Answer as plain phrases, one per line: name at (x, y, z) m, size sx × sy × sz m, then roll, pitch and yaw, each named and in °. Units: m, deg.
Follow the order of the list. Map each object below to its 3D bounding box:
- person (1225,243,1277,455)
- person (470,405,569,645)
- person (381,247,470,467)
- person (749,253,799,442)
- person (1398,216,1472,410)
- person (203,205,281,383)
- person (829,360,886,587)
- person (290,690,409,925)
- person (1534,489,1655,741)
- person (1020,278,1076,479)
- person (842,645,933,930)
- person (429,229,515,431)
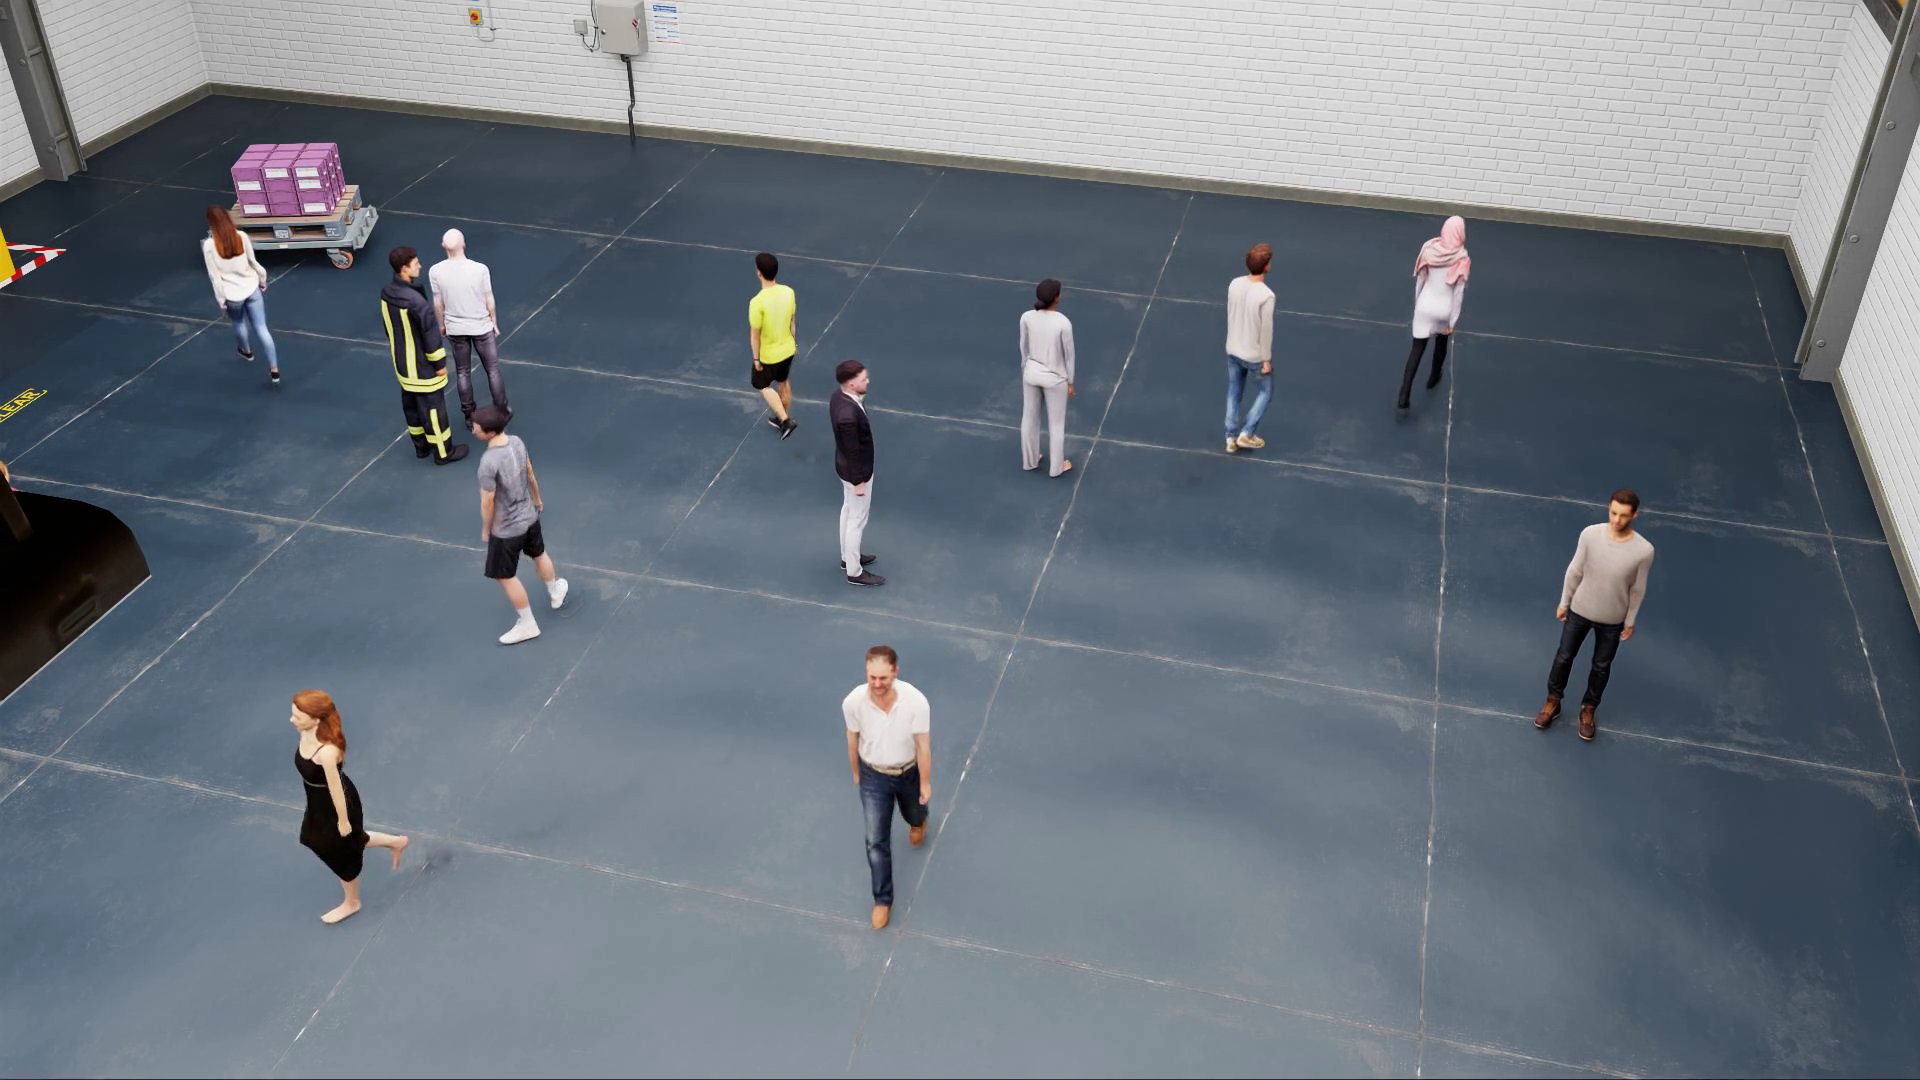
person at (2.367, -1.550, 13.935) m, size 0.813 × 1.895 × 0.793 m, roll -26°, pitch 42°, yaw -33°
person at (-3.137, -0.154, 11.876) m, size 1.014 × 1.850 × 0.554 m, roll 19°, pitch 38°, yaw 26°
person at (-4.538, -1.534, 13.885) m, size 0.879 × 1.923 × 0.844 m, roll 24°, pitch 40°, yaw 31°
person at (-1.538, -1.615, 14.216) m, size 0.894 × 1.691 × 0.925 m, roll -25°, pitch 41°, yaw -32°
person at (4.160, -1.967, 14.680) m, size 0.870 × 1.764 × 1.267 m, roll 18°, pitch 38°, yaw 25°
person at (-6.504, -2.195, 15.138) m, size 1.182 × 1.637 × 1.151 m, roll -23°, pitch 40°, yaw -30°
person at (-0.805, -0.518, 12.429) m, size 0.796 × 1.842 × 0.662 m, roll -6°, pitch 34°, yaw -10°
person at (-3.533, 1.495, 9.608) m, size 0.941 × 1.612 × 0.839 m, roll -24°, pitch 41°, yaw -32°
person at (4.192, 0.465, 10.928) m, size 0.692 × 1.868 × 0.633 m, roll 15°, pitch 36°, yaw 21°
person at (0.711, -1.348, 13.774) m, size 0.678 × 1.736 × 0.609 m, roll 16°, pitch 37°, yaw 22°
person at (-0.364, 1.302, 9.707) m, size 0.764 × 1.825 × 1.212 m, roll 5°, pitch 34°, yaw 7°
person at (-4.251, -1.824, 14.405) m, size 0.729 × 1.831 × 0.708 m, roll -3°, pitch 34°, yaw -5°
